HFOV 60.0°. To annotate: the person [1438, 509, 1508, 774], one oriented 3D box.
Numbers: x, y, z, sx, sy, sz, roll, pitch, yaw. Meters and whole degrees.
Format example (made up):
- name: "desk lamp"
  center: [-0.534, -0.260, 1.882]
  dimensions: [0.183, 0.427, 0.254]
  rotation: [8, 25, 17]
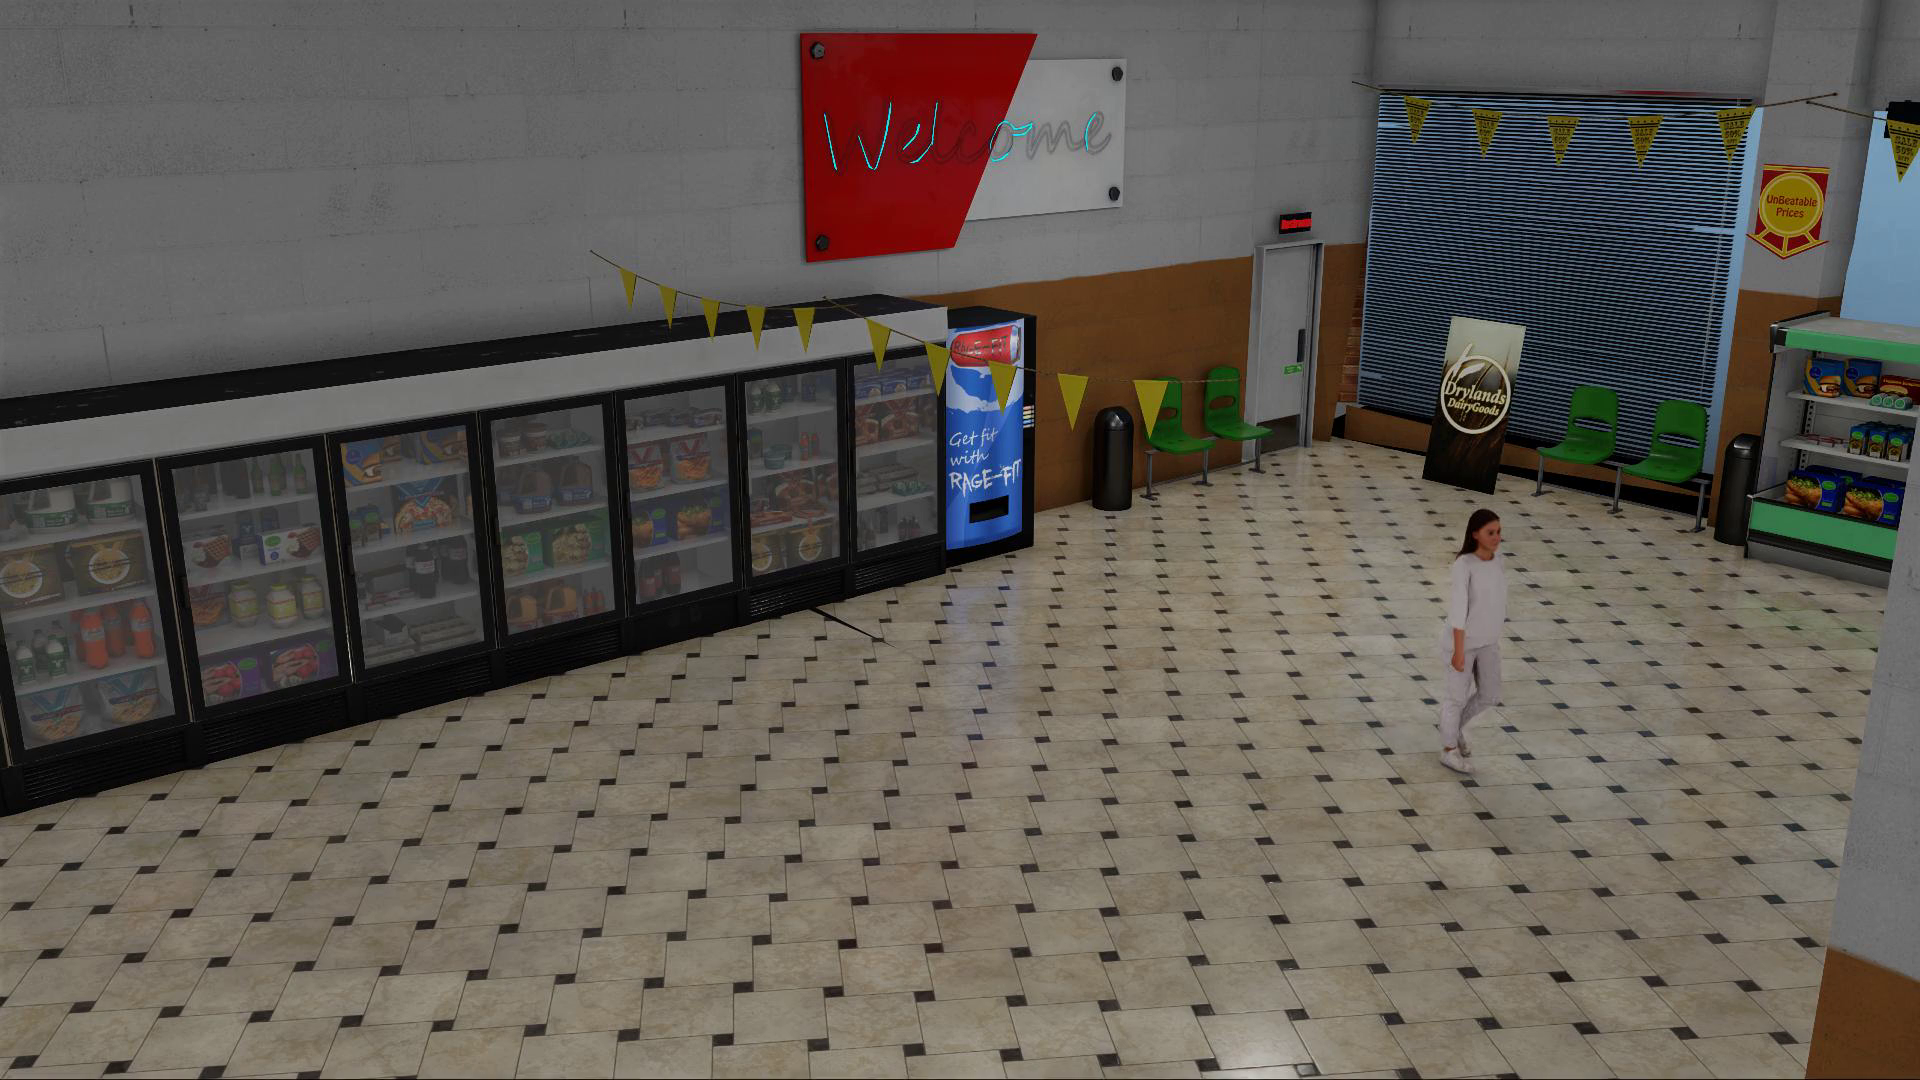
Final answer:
- name: "person"
  center: [3.108, 0.608, 10.324]
  dimensions: [0.661, 1.678, 0.687]
  rotation: [-9, 19, -28]
